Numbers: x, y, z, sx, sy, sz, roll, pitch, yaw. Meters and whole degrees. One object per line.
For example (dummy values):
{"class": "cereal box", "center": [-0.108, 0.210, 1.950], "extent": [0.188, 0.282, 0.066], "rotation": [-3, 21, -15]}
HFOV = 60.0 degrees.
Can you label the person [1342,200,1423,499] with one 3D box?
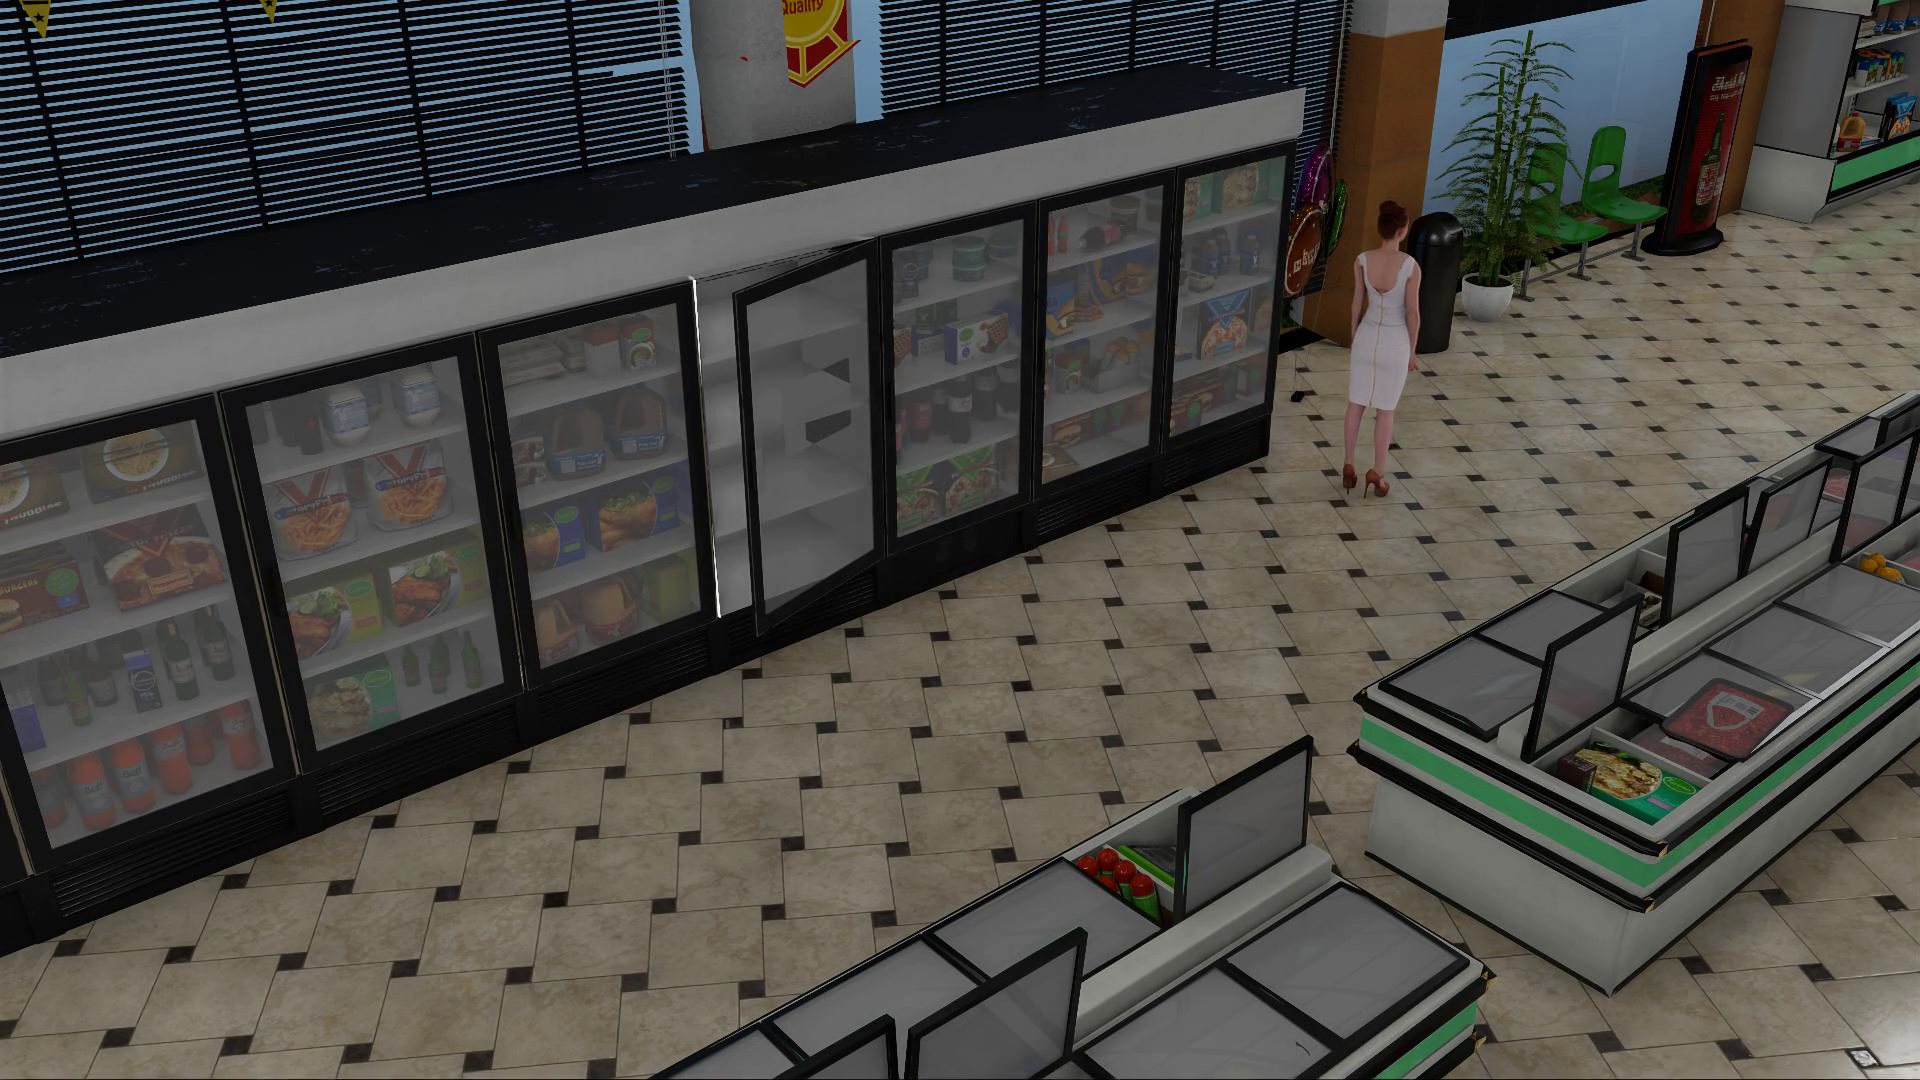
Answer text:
{"class": "person", "center": [2.427, -1.095, 9.644], "extent": [0.611, 1.793, 0.536], "rotation": [20, 33, 34]}
